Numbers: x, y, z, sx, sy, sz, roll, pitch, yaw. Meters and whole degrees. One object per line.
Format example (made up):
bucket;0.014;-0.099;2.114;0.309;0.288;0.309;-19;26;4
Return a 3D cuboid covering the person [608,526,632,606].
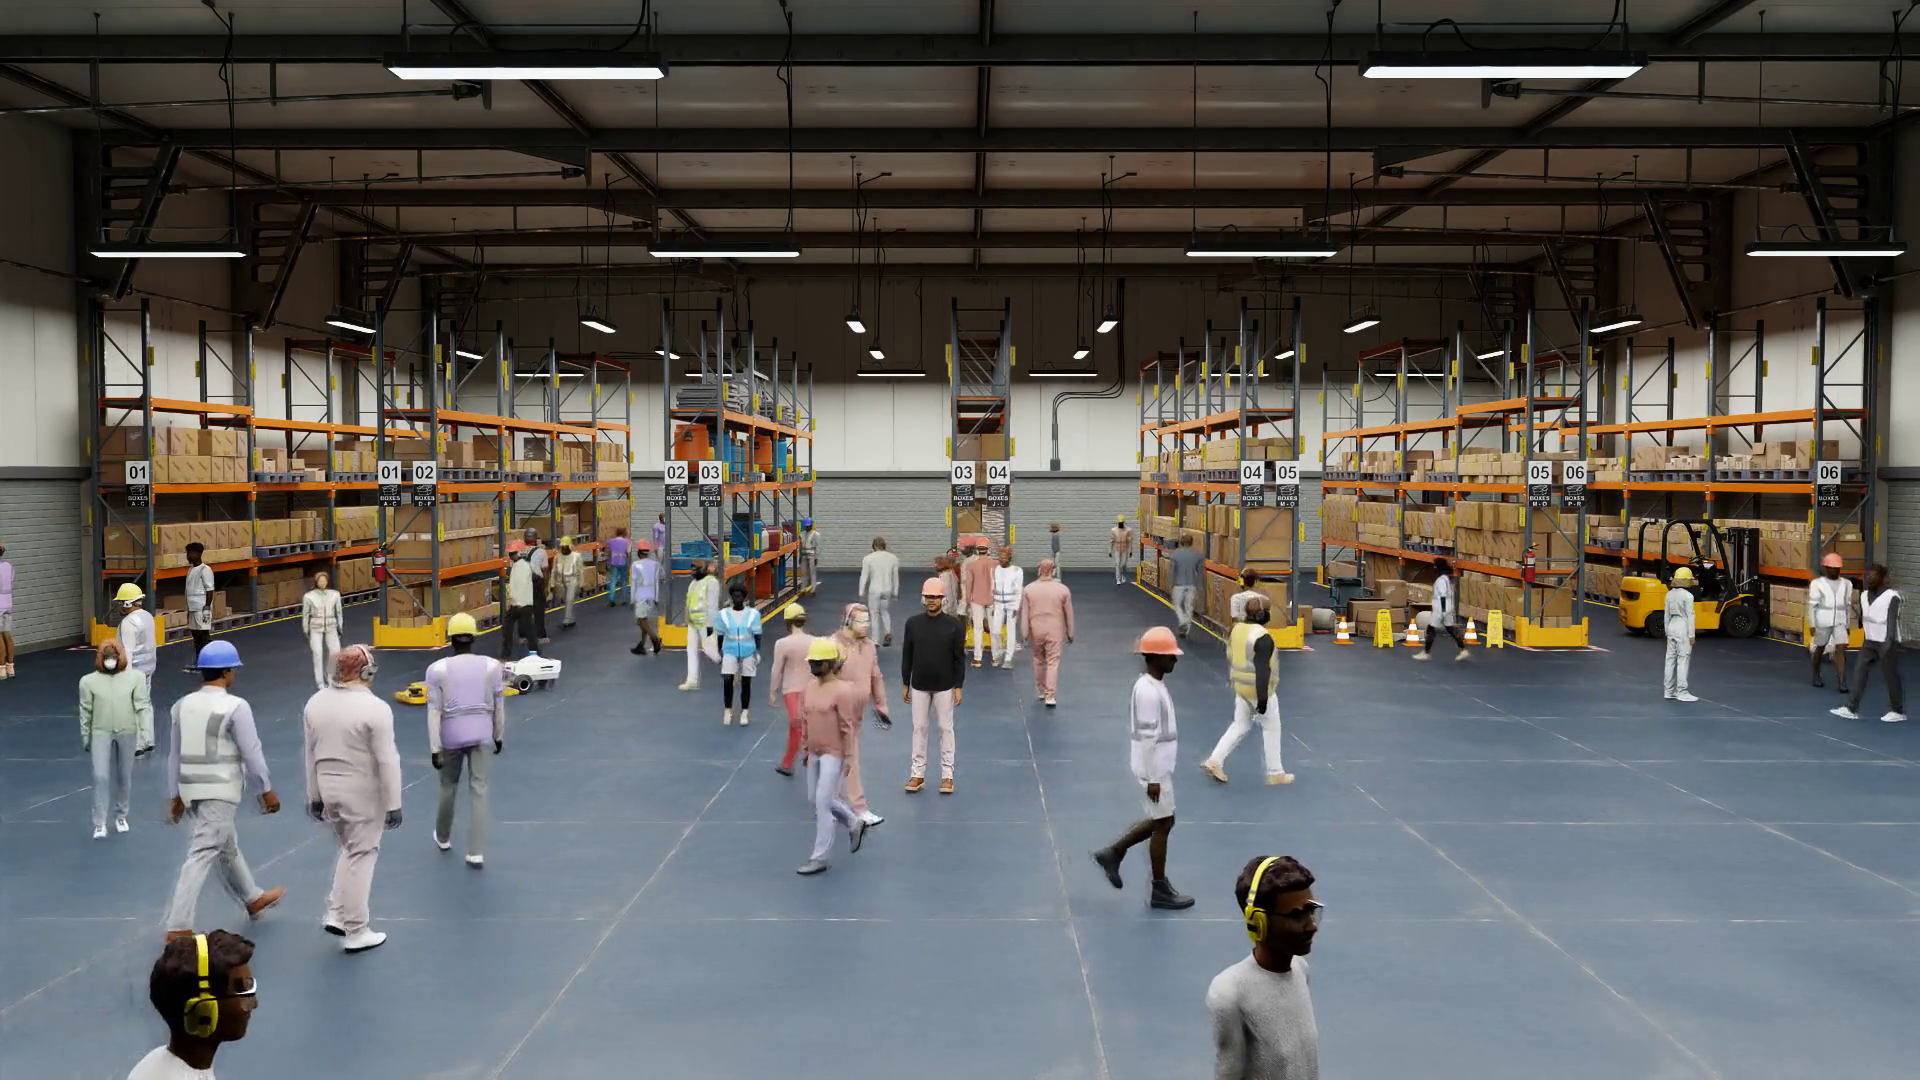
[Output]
person;-7.713;0.590;36.510;0.559;1.808;0.859;0;2;5

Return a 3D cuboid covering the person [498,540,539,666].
person;-6.795;0.984;24.604;0.847;1.963;0.628;-2;3;-37

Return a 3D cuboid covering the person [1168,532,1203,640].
person;4.044;0.826;29.000;0.660;1.925;0.429;0;2;-10

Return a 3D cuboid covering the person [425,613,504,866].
person;-3.812;1.506;12.415;0.612;1.880;0.950;-1;3;-26

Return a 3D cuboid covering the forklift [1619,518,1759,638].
forklift;13.417;0.684;29.791;2.313;2.155;1.214;0;2;0

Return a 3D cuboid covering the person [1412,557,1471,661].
person;7.670;1.095;25.582;0.872;1.656;0.532;1;3;26

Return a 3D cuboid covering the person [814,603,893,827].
person;-0.867;1.469;13.592;0.907;1.859;0.651;1;3;33

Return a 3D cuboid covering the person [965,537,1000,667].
person;0.373;0.956;24.931;0.613;1.991;0.391;0;2;-11

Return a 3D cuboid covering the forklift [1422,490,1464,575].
forklift;13.926;-0.371;47.846;1.873;2.768;1.129;0;2;0

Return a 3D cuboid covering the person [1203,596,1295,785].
person;2.748;1.427;15.353;0.875;1.811;0.630;-1;2;-20

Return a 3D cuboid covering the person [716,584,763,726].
person;-2.583;1.349;18.897;0.548;1.674;0.570;0;2;-5

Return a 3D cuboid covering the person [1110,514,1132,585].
person;4.350;0.255;43.654;0.609;1.904;0.537;0;2;8

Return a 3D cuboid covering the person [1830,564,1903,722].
person;10.879;1.232;19.279;0.945;1.877;0.616;0;2;-10

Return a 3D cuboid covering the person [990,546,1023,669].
person;0.689;1.032;24.611;0.569;1.866;0.481;1;2;22

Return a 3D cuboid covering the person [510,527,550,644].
person;-7.497;0.819;28.310;0.682;2.000;0.537;0;2;7

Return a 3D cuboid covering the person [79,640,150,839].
person;-6.866;1.620;13.129;0.505;1.598;0.796;-1;3;-30

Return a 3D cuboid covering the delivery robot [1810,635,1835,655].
delivery robot;13.719;1.611;25.623;0.477;0.478;0.707;2;3;35

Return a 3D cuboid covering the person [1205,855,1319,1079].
person;0.891;1.823;4.599;0.327;1.874;0.520;2;3;38

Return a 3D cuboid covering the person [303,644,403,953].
person;-3.736;1.593;10.052;0.671;1.894;0.448;1;3;25

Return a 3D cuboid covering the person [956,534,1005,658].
person;0.252;0.899;26.148;0.876;2.011;0.601;-1;2;-23

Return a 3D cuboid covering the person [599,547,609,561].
person;-9.868;0.311;44.824;0.318;1.697;0.535;0;2;-5

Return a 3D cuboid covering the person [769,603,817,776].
person;-1.535;1.463;15.566;0.520;1.716;0.916;-2;3;-44

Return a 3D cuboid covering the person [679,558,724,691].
person;-3.486;1.147;22.249;0.760;1.823;0.621;-2;3;-43

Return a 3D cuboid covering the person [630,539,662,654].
person;-5.135;0.935;26.470;0.796;1.916;0.548;2;3;41

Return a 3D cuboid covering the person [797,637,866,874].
person;-0.956;1.589;12.125;0.667;1.746;0.527;-2;3;-44

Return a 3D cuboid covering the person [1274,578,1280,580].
person;6.757;0.659;34.994;0.645;1.789;0.463;2;3;42

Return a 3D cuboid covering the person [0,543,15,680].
person;-13.957;0.996;23.374;0.403;2.036;0.609;0;2;-2

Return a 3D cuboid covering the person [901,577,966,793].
person;-0.254;1.345;15.058;0.611;1.997;0.375;1;2;13

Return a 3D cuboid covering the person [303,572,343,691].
person;-8.690;1.246;22.036;0.538;1.626;0.372;-2;3;-35

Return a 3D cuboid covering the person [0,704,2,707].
person;-12.363;1.257;20.280;0.533;1.748;0.510;1;3;28

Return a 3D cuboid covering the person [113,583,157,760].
person;-8.625;1.361;16.860;0.403;1.824;0.596;0;2;-6

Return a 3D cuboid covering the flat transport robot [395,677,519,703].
flat transport robot;-6.626;1.969;21.293;1.431;0.197;0.652;-2;3;-37

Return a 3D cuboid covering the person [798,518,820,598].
person;-3.677;0.424;39.073;0.635;1.934;0.439;1;3;33

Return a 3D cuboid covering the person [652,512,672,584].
person;-8.144;0.216;44.216;0.371;1.941;0.627;2;3;34

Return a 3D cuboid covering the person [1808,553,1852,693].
person;11.967;1.119;22.220;0.568;1.888;1.007;0;2;11

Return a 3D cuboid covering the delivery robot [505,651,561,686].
delivery robot;-5.812;1.755;22.001;0.707;0.478;0.477;-2;3;-37

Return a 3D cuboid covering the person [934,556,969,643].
person;-0.174;1.064;26.831;0.536;1.610;0.526;0;2;0

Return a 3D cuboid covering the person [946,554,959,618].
person;-0.139;1.039;27.317;0.386;1.620;0.549;0;2;3

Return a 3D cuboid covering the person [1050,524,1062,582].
person;2.653;0.357;44.686;0.369;1.609;0.504;1;2;13

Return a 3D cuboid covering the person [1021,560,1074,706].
person;1.143;1.188;20.840;0.657;1.851;0.973;1;2;14

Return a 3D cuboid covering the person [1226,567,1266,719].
person;3.437;1.250;19.185;0.526;1.858;0.584;-1;3;-27

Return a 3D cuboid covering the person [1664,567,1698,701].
person;9.478;1.226;21.210;0.324;1.743;0.491;-1;2;-16

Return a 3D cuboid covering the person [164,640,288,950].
person;-4.677;1.587;10.279;0.623;1.886;1.033;1;3;29

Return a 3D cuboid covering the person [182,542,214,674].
person;-11.322;1.006;23.992;0.613;1.962;0.362;2;3;40

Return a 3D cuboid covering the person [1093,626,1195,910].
person;1.268;1.543;11.048;0.622;1.921;0.550;1;2;14

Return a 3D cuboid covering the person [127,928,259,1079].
person;-1.773;1.865;3.985;0.914;1.829;0.558;-2;3;-37

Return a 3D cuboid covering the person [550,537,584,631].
person;-7.504;0.829;30.786;0.620;1.781;0.944;1;2;15

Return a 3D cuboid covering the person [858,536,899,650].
person;-1.368;0.898;27.336;0.694;1.912;0.430;-1;3;-28
